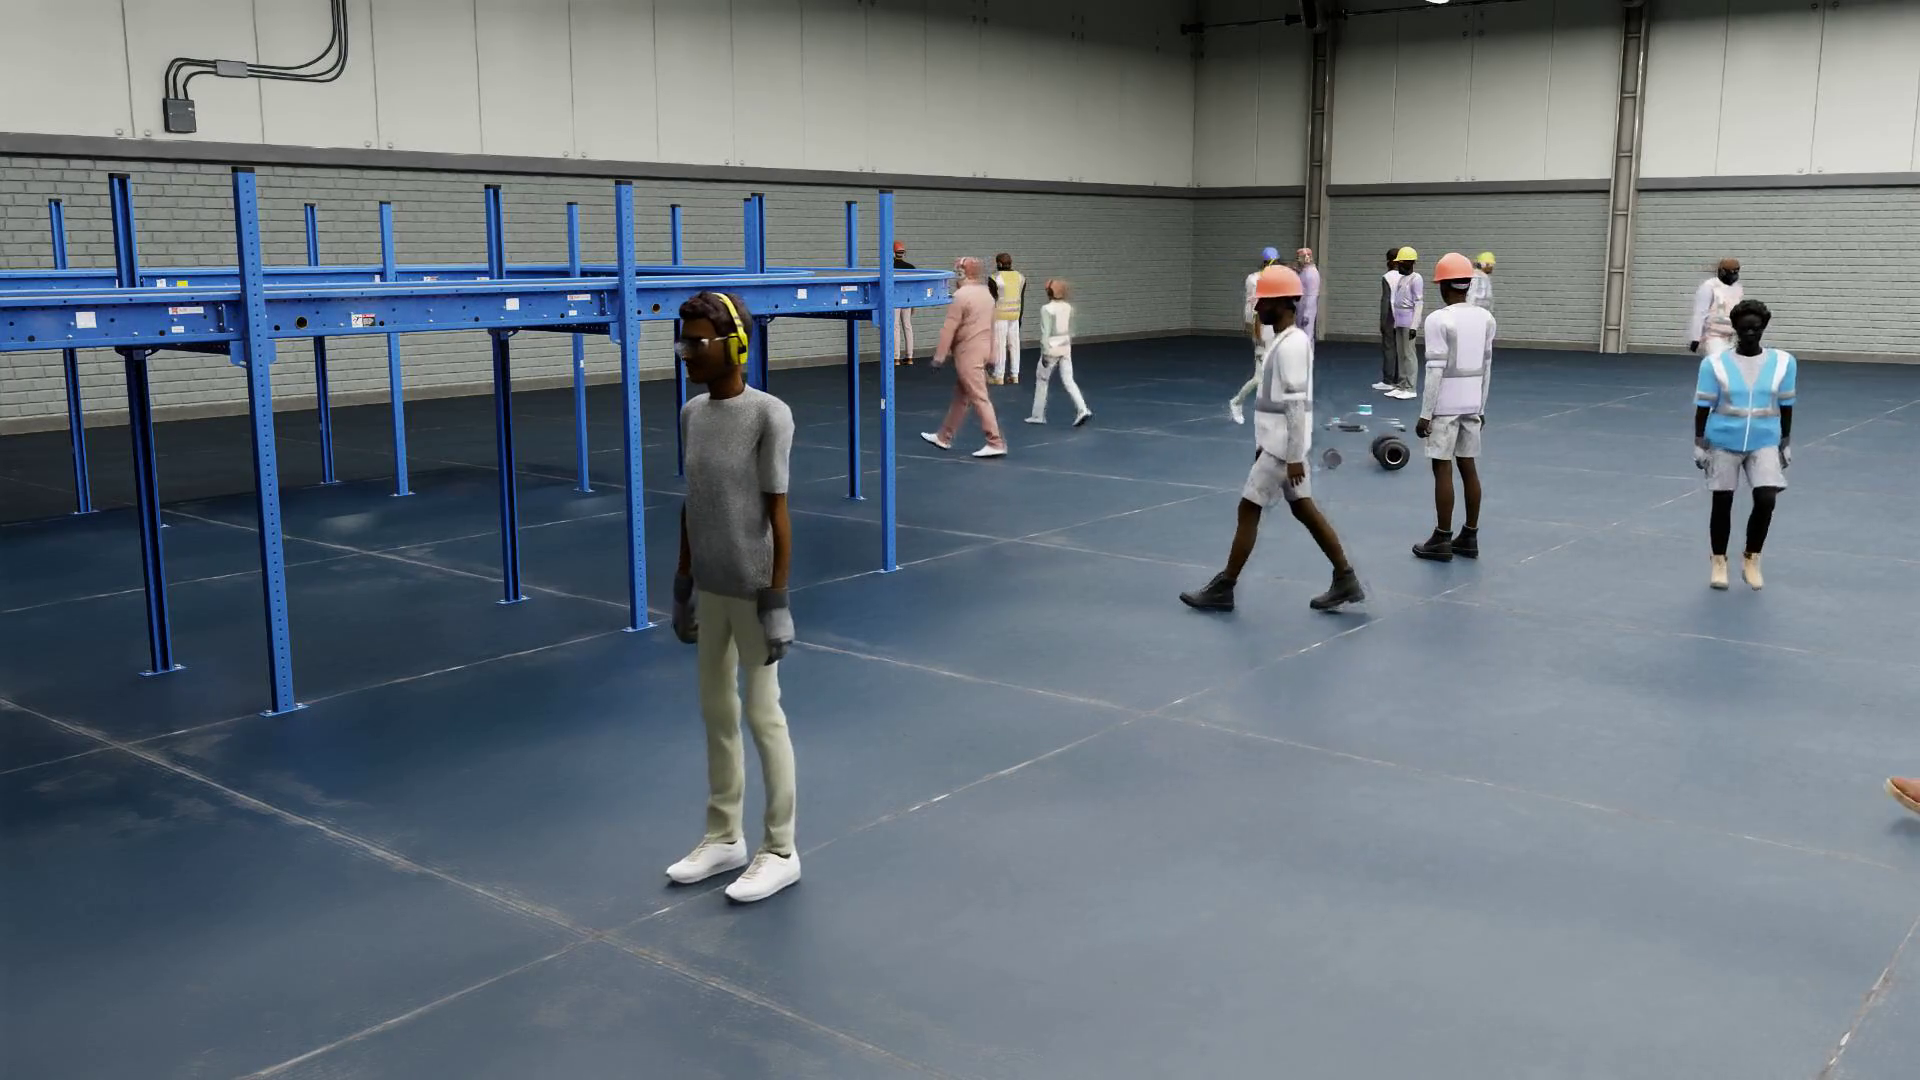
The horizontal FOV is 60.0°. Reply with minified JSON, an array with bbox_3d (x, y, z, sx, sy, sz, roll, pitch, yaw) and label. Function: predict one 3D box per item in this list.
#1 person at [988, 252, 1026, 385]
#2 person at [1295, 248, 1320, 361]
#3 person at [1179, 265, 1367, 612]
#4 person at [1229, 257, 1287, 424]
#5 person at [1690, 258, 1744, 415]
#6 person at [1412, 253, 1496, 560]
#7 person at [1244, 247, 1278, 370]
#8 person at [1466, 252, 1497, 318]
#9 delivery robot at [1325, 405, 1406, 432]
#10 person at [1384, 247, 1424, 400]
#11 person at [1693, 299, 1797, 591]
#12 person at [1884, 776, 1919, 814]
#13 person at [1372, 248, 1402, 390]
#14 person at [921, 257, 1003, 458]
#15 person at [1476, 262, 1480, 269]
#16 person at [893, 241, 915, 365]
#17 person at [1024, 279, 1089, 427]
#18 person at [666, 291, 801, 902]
[{"bbox_3d":[0.621,-3.117,23.425,0.623,1.844,0.429,-7,13,-35],"label":"person"},{"bbox_3d":[5.038,-3.323,24.399,0.409,1.904,0.639,0,10,2],"label":"person"},{"bbox_3d":[1.764,-0.540,9.030,1.007,1.889,0.564,2,10,11],"label":"person"},{"bbox_3d":[3.281,-2.116,17.899,0.523,1.843,0.824,-7,12,-34],"label":"person"},{"bbox_3d":[8.651,-2.272,18.819,0.745,1.805,0.696,-5,12,-28],"label":"person"},{"bbox_3d":[3.124,-0.850,10.604,0.550,1.932,0.374,-6,12,-28],"label":"person"},{"bbox_3d":[4.070,-2.923,22.112,0.610,1.930,0.543,1,10,4],"label":"person"},{"bbox_3d":[8.476,-3.750,27.004,0.575,1.807,0.633,7,13,36],"label":"person"},{"bbox_3d":[3.644,-1.097,14.931,0.698,0.223,0.335,1,10,8],"label":"delivery robot"},{"bbox_3d":[5.695,-2.772,21.269,0.367,1.926,0.594,-2,10,-9],"label":"person"},{"bbox_3d":[4.493,-0.536,9.565,0.551,1.676,0.500,3,11,17],"label":"person"},{"bbox_3d":[3.828,0.047,5.636,1.043,1.937,0.653,4,11,20],"label":"person"},{"bbox_3d":[5.926,-3.009,22.646,0.599,1.908,0.438,-7,12,-33],"label":"person"},{"bbox_3d":[0.021,-1.712,15.611,1.005,1.854,0.664,5,11,26],"label":"person"},{"bbox_3d":[8.573,-3.820,27.578,0.472,1.741,0.587,3,11,14],"label":"person"},{"bbox_3d":[-0.998,-3.850,27.055,0.622,1.992,0.396,-8,13,-37],"label":"person"},{"bbox_3d":[1.082,-2.040,18.113,0.528,1.603,0.829,-10,14,-43],"label":"person"},{"bbox_3d":[-0.709,0.172,5.144,0.518,1.867,0.340,9,14,41],"label":"person"}]
